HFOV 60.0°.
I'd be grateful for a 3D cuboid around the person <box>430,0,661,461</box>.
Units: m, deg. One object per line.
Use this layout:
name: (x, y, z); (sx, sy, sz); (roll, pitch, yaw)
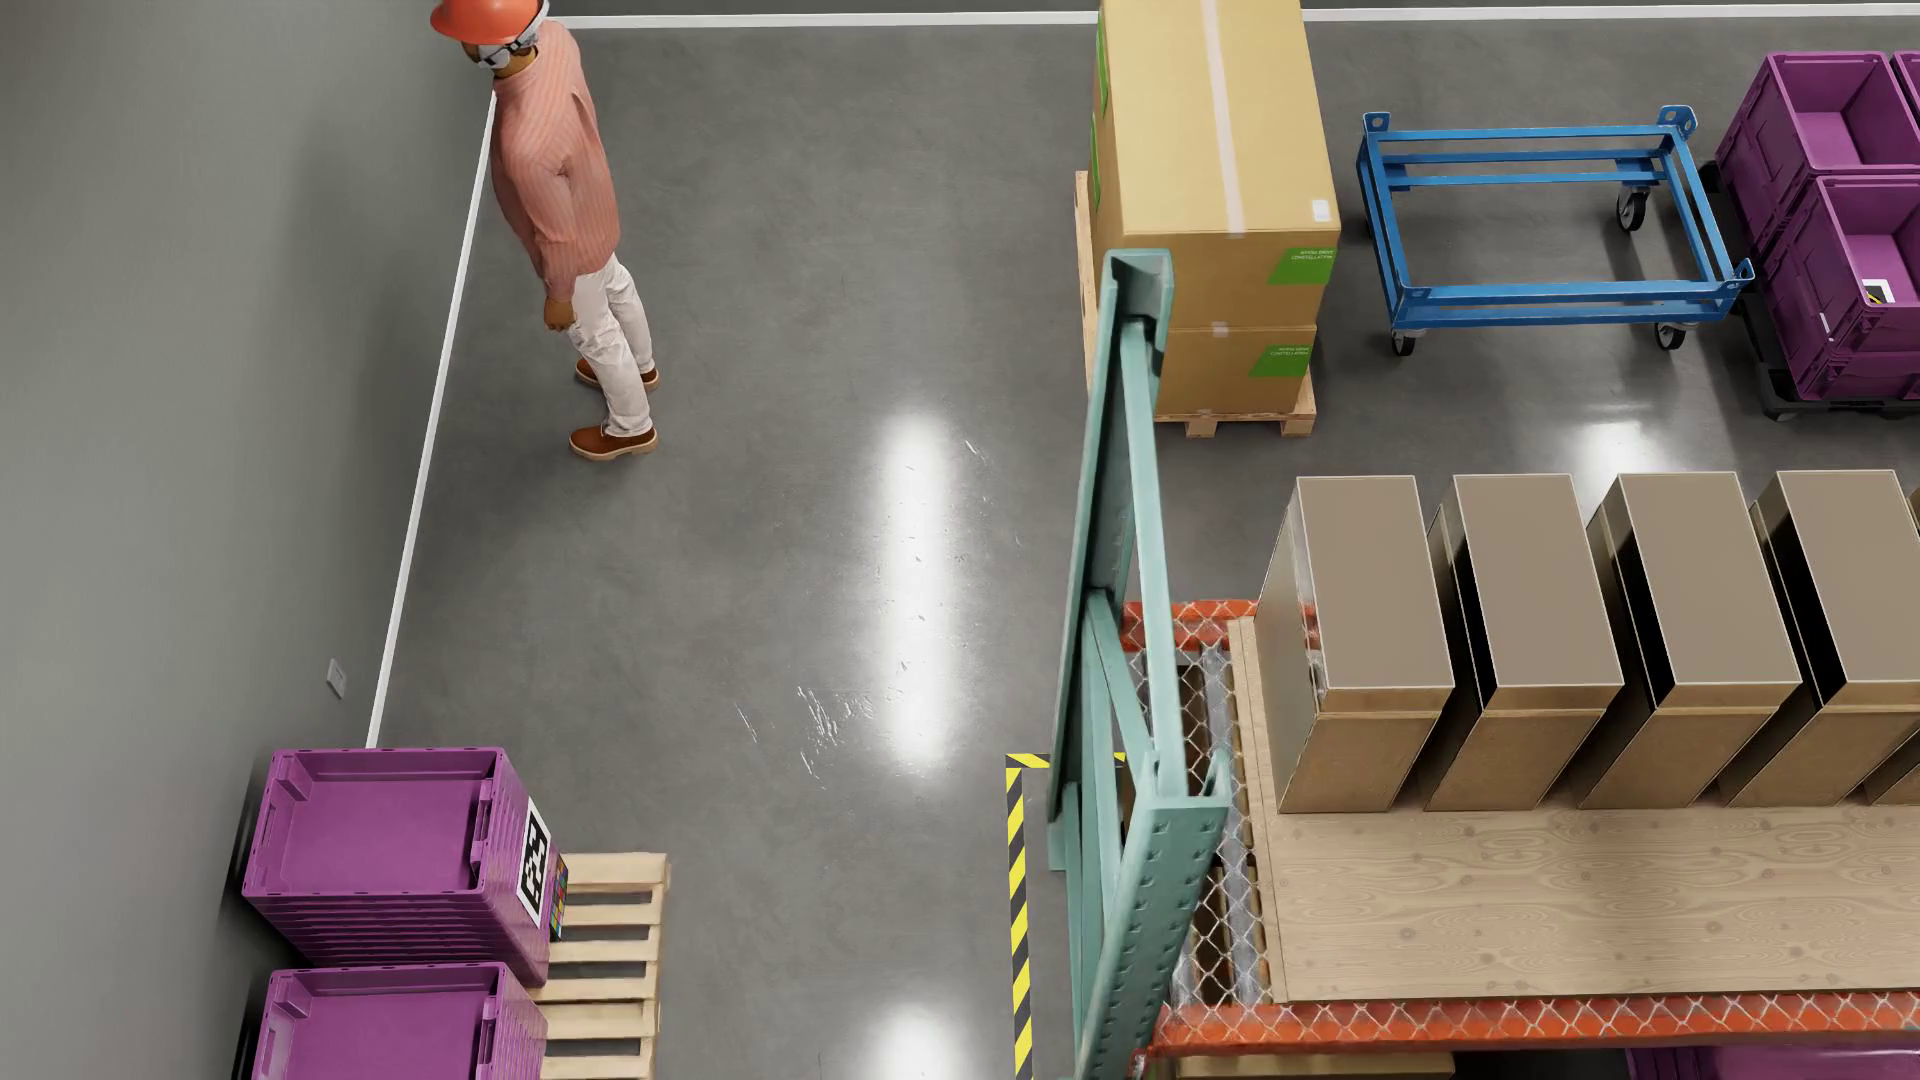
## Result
person: (-1.257, -0.987, 5.251); (0.395, 1.992, 0.622); (-1, 58, 0)
